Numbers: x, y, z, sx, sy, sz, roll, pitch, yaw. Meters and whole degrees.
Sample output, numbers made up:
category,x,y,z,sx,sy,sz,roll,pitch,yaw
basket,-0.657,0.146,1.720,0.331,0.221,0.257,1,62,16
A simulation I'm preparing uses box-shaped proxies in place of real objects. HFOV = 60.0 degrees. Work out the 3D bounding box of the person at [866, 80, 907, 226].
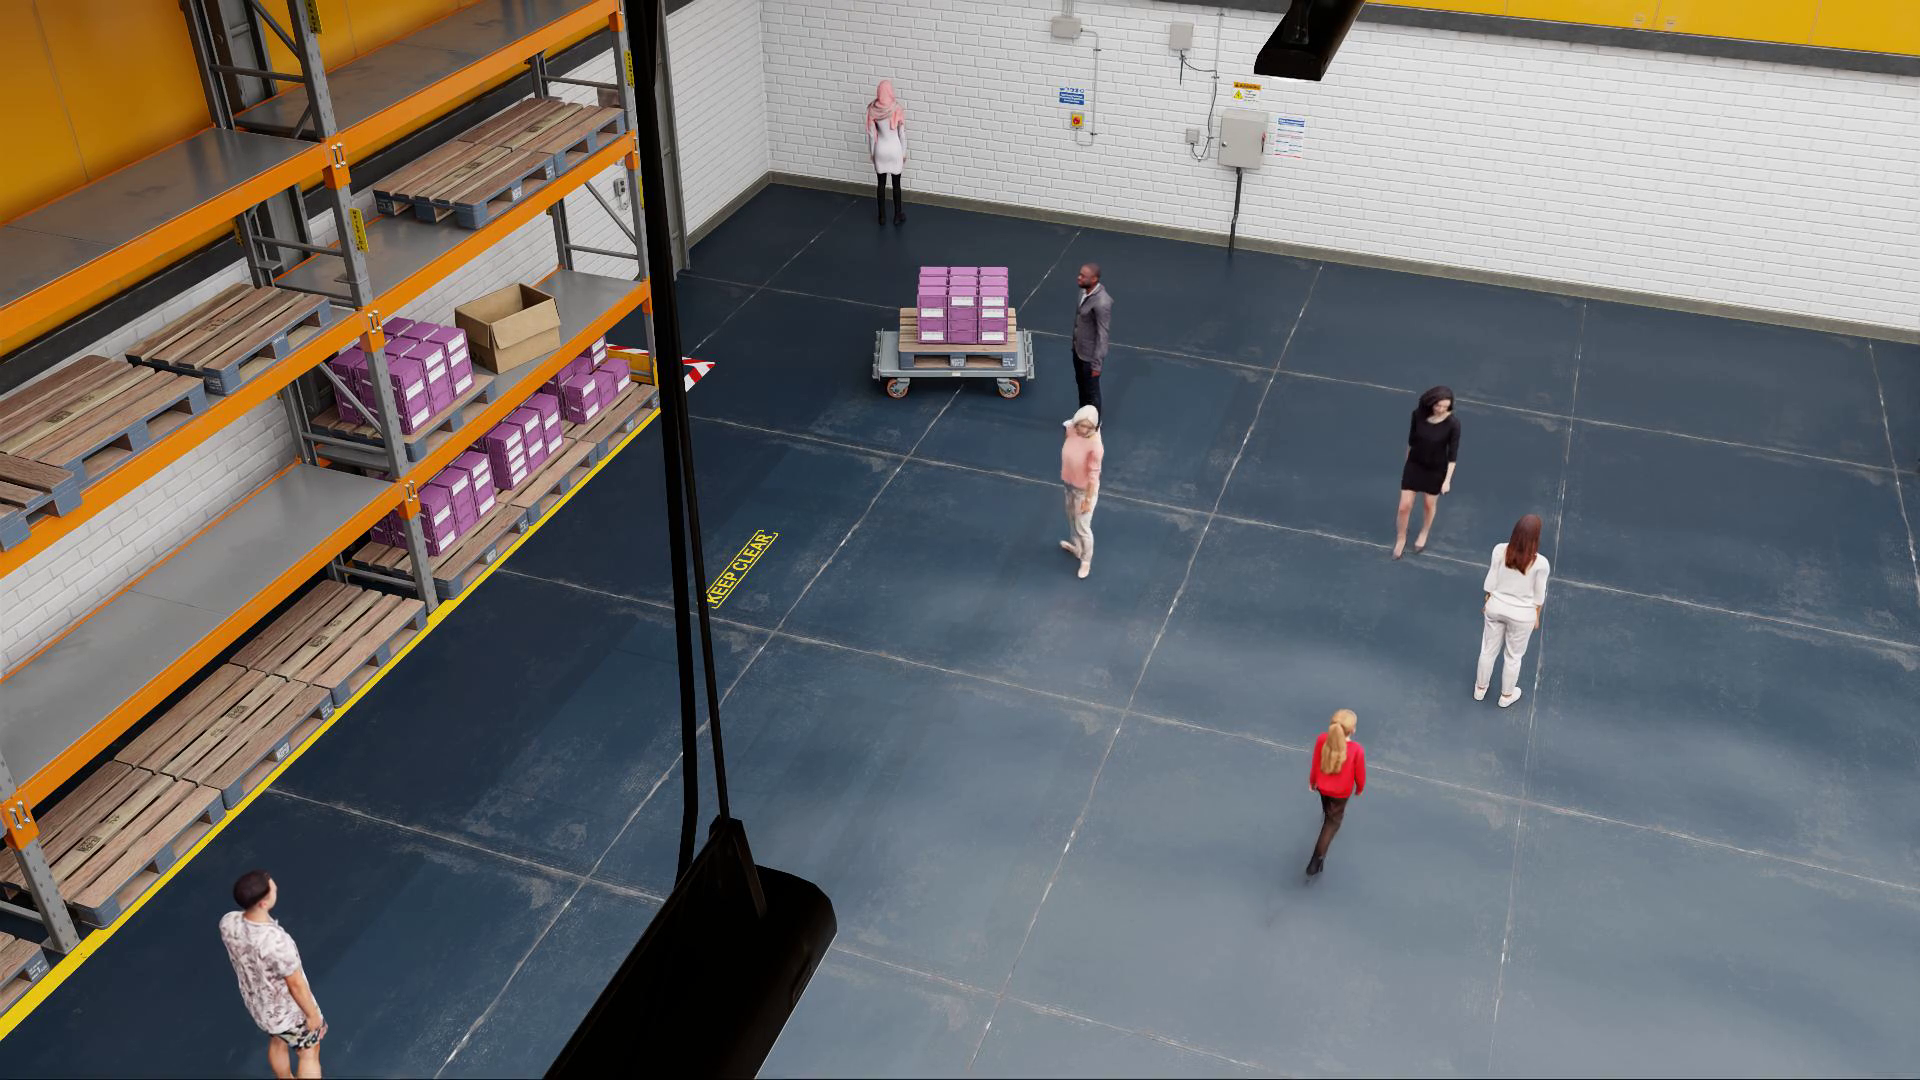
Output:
category,x,y,z,sx,sy,sz,roll,pitch,yaw
person,-0.880,-4.747,20.375,0.680,1.804,0.663,4,34,6

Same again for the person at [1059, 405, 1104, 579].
category,x,y,z,sx,sy,sz,roll,pitch,yaw
person,1.021,-0.481,14.058,0.853,1.693,0.828,-11,35,-16

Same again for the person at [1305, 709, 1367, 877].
category,x,y,z,sx,sy,sz,roll,pitch,yaw
person,2.494,1.697,11.176,0.644,1.256,0.963,20,39,27

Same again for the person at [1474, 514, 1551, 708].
category,x,y,z,sx,sy,sz,roll,pitch,yaw
person,4.163,0.526,12.548,0.641,1.688,0.607,19,38,27

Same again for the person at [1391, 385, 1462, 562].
category,x,y,z,sx,sy,sz,roll,pitch,yaw
person,3.984,-0.604,14.173,0.688,1.770,0.817,24,41,32

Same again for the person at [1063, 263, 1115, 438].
category,x,y,z,sx,sy,sz,roll,pitch,yaw
person,1.249,-1.818,15.959,0.869,1.816,0.769,-10,35,-15

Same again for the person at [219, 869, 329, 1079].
category,x,y,z,sx,sy,sz,roll,pitch,yaw
person,-3.845,2.575,9.353,0.702,1.812,0.626,17,37,24
